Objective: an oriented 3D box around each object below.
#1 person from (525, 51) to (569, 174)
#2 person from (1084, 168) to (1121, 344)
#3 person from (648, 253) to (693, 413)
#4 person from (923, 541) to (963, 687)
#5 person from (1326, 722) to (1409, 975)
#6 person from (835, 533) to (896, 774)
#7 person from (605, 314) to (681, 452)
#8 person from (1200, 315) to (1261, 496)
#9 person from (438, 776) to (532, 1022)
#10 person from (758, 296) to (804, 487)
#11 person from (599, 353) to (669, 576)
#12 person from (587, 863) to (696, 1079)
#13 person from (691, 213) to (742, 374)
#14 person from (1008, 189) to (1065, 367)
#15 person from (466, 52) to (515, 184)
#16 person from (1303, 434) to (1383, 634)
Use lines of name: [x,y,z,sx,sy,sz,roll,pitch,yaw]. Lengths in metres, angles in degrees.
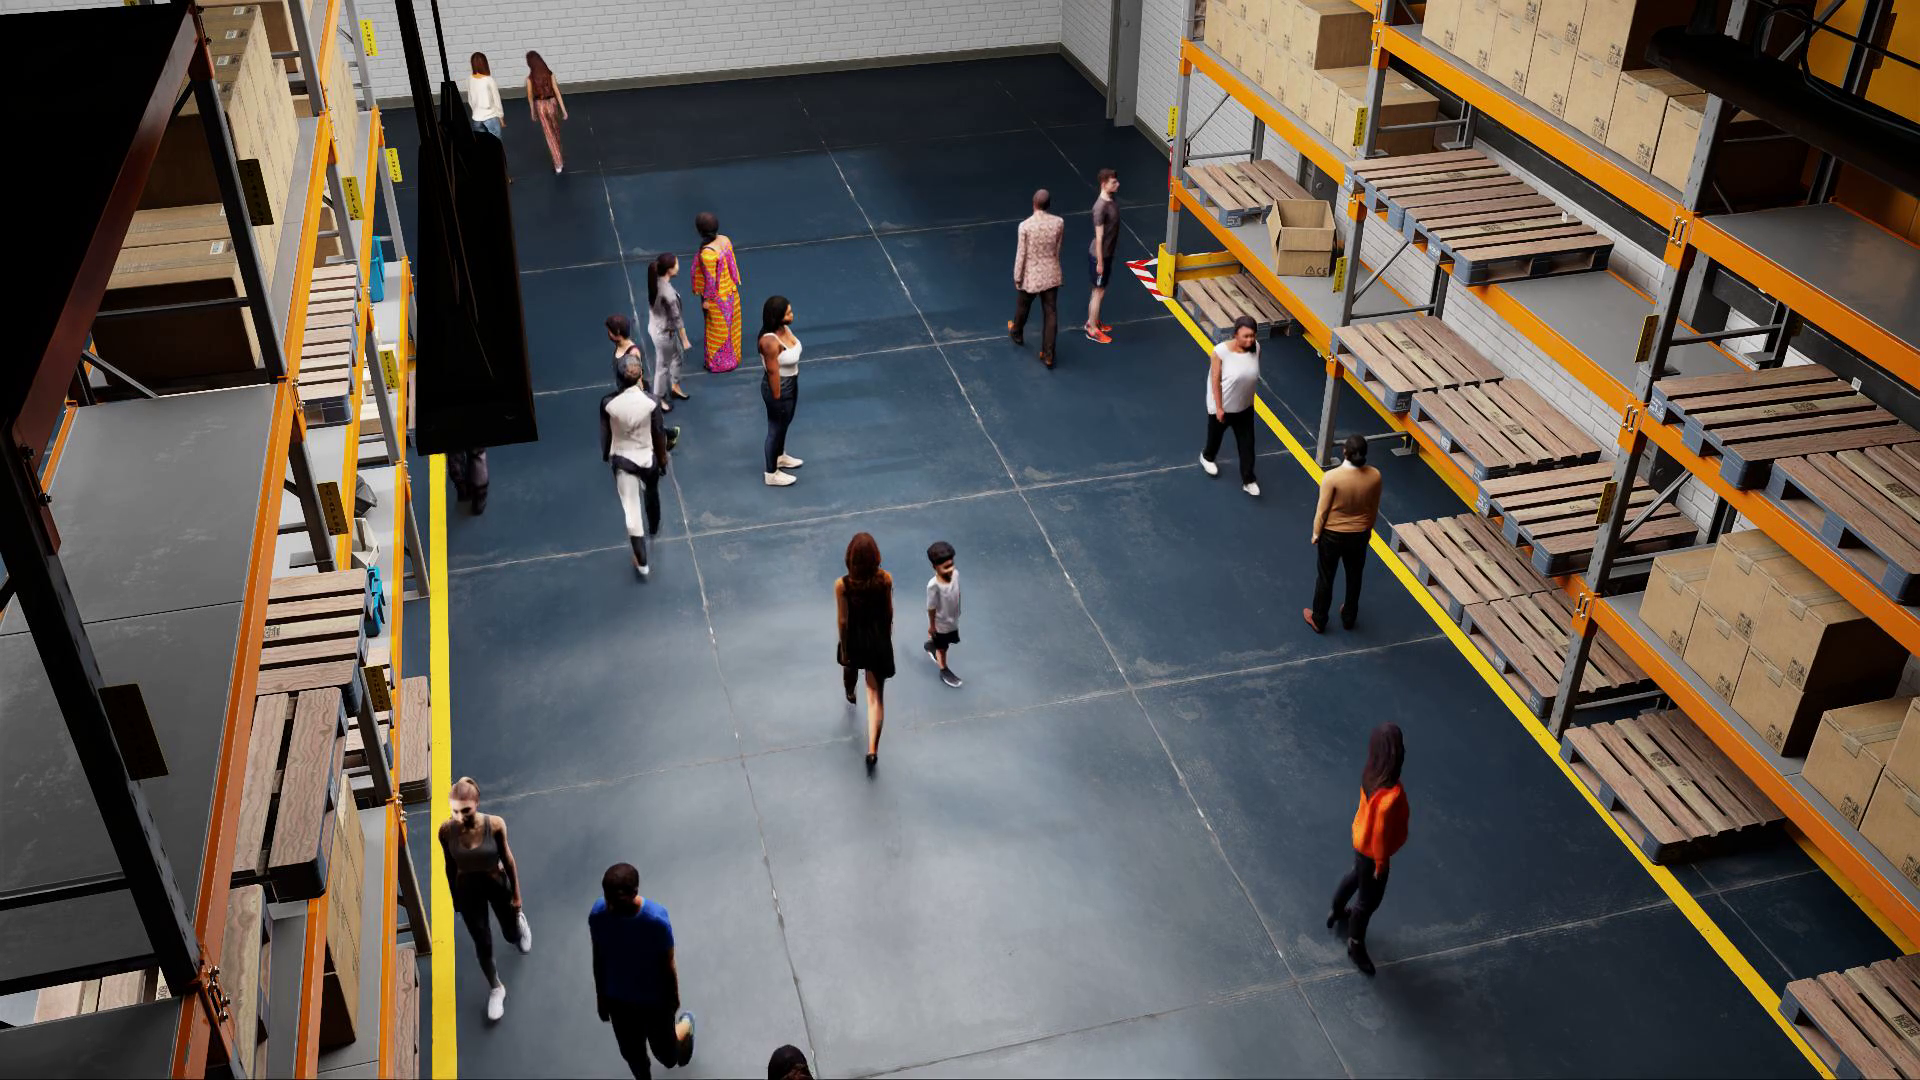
person: [-5.290,-5.448,21.278,0.699,1.509,1.054,-11,35,-16]
person: [1.470,-2.967,17.236,0.814,1.852,0.709,9,35,14]
person: [-2.896,-1.925,15.853,0.789,1.648,0.704,-18,38,-25]
person: [-0.167,0.519,12.536,0.751,1.249,0.663,27,42,34]
person: [2.493,1.885,10.050,0.841,1.726,0.693,14,36,20]
person: [-0.627,0.825,11.588,0.610,1.789,1.139,-7,34,-10]
person: [-2.899,-1.350,15.096,0.803,1.527,0.870,-23,40,-31]
person: [2.403,-1.260,14.848,0.684,1.651,1.055,-10,35,-15]
person: [-2.803,2.031,9.863,0.618,1.689,0.917,-5,34,-7]
person: [-1.626,-1.353,14.848,0.777,1.807,0.668,5,34,7]
person: [-2.672,-0.587,13.659,0.748,1.848,1.198,-6,34,-8]
person: [-1.731,2.415,9.137,0.850,1.855,1.017,7,34,10]
person: [-2.469,-2.524,16.716,0.826,1.690,0.743,8,34,11]
person: [0.847,-2.599,16.761,0.712,1.764,1.103,-10,35,-14]
person: [-5.938,-5.288,20.881,0.699,1.682,0.740,14,36,20]
person: [2.986,-0.052,12.938,0.675,1.754,0.617,-5,34,-7]
